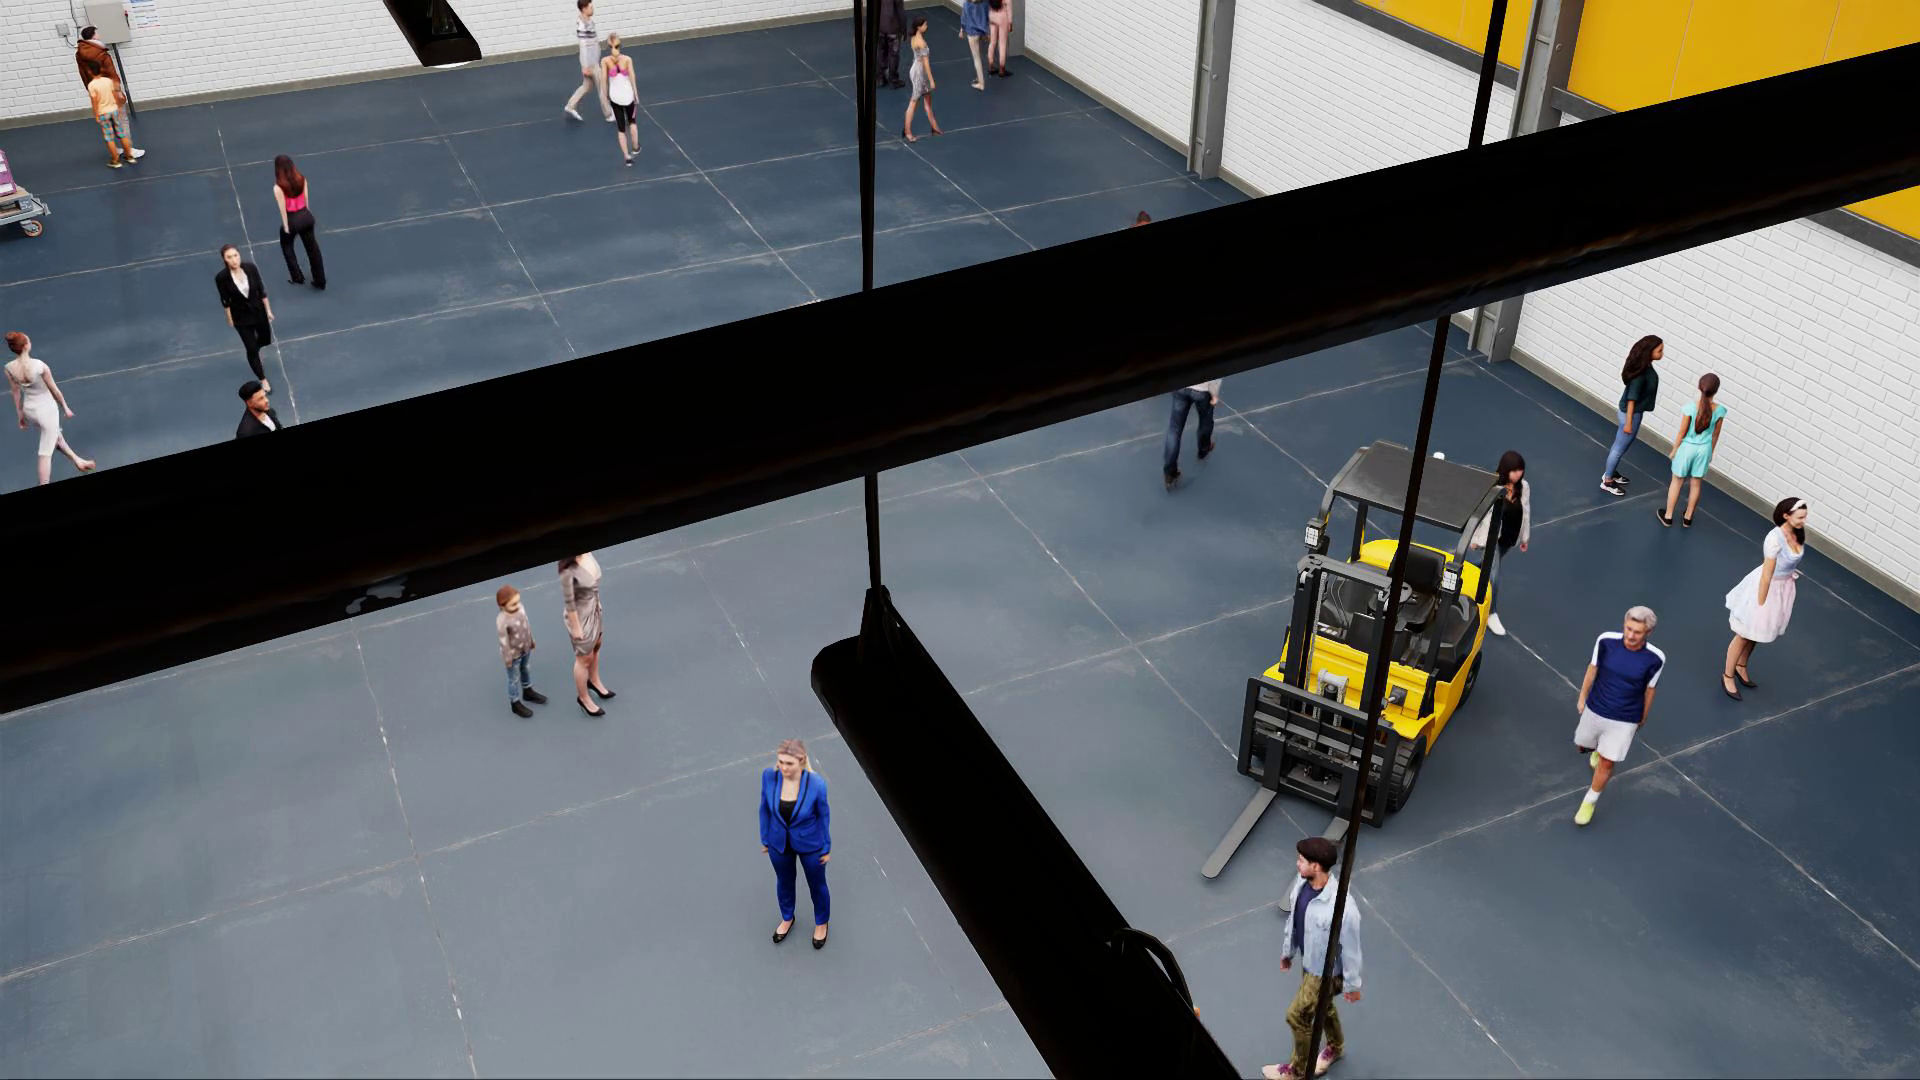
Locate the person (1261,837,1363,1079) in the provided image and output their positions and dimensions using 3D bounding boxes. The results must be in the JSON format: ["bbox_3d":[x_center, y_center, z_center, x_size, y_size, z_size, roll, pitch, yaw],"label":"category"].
[{"bbox_3d":[2.240,2.561,9.990,0.903,1.770,0.842,-14,36,-20],"label":"person"}]

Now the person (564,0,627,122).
[{"bbox_3d":[-5.498,-7.016,24.321,0.947,1.853,1.147,-6,34,-9],"label":"person"}]

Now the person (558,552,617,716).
[{"bbox_3d":[-2.935,0.599,12.965,0.725,1.743,0.631,6,34,8],"label":"person"}]

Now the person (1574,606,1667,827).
[{"bbox_3d":[4.737,1.185,12.013,1.054,1.821,1.009,20,39,27],"label":"person"}]

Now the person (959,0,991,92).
[{"bbox_3d":[0.306,-7.744,25.573,0.708,1.681,0.766,-26,41,-33],"label":"person"}]

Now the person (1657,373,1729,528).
[{"bbox_3d":[6.739,-0.824,15.273,0.644,1.558,0.686,6,34,8],"label":"person"}]

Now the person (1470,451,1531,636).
[{"bbox_3d":[4.517,-0.074,14.098,0.713,1.610,1.076,-11,35,-15],"label":"person"}]

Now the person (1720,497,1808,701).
[{"bbox_3d":[6.358,0.444,13.130,0.774,1.818,0.805,-25,41,-32],"label":"person"}]

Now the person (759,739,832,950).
[{"bbox_3d":[-1.063,1.979,10.927,0.710,1.700,0.740,7,34,10],"label":"person"}]

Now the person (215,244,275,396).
[{"bbox_3d":[-7.510,-2.374,17.534,0.781,1.637,1.039,-26,41,-33],"label":"person"}]

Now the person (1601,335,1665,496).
[{"bbox_3d":[6.389,-1.215,15.809,0.754,1.615,0.711,17,37,23],"label":"person"}]

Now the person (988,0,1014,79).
[{"bbox_3d":[0.614,-8.157,26.158,0.620,1.722,0.753,25,41,33],"label":"person"}]

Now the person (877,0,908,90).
[{"bbox_3d":[-1.097,-7.895,25.675,0.763,1.820,0.871,19,38,26],"label":"person"}]

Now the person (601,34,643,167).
[{"bbox_3d":[-4.667,-6.031,22.922,0.820,1.763,0.992,-3,34,-4],"label":"person"}]

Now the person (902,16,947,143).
[{"bbox_3d":[-0.681,-6.523,23.629,0.837,1.800,0.894,-6,34,-9],"label":"person"}]

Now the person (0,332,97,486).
[{"bbox_3d":[-8.585,-1.059,15.470,0.974,1.732,1.167,4,34,6],"label":"person"}]

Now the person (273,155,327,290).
[{"bbox_3d":[-7.726,-3.696,19.518,0.878,1.642,0.782,21,39,29],"label":"person"}]

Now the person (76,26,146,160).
[{"bbox_3d":[-11.872,-6.218,23.136,0.852,1.837,0.898,7,34,11],"label":"person"}]

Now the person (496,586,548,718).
[{"bbox_3d":[-3.501,0.846,13.091,0.594,1.192,0.546,15,36,21],"label":"person"}]

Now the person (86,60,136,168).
[{"bbox_3d":[-11.792,-5.914,23.021,0.618,1.458,0.588,21,39,28],"label":"person"}]

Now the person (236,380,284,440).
[{"bbox_3d":[-6.181,-0.610,14.733,0.888,1.800,0.795,3,34,4],"label":"person"}]
